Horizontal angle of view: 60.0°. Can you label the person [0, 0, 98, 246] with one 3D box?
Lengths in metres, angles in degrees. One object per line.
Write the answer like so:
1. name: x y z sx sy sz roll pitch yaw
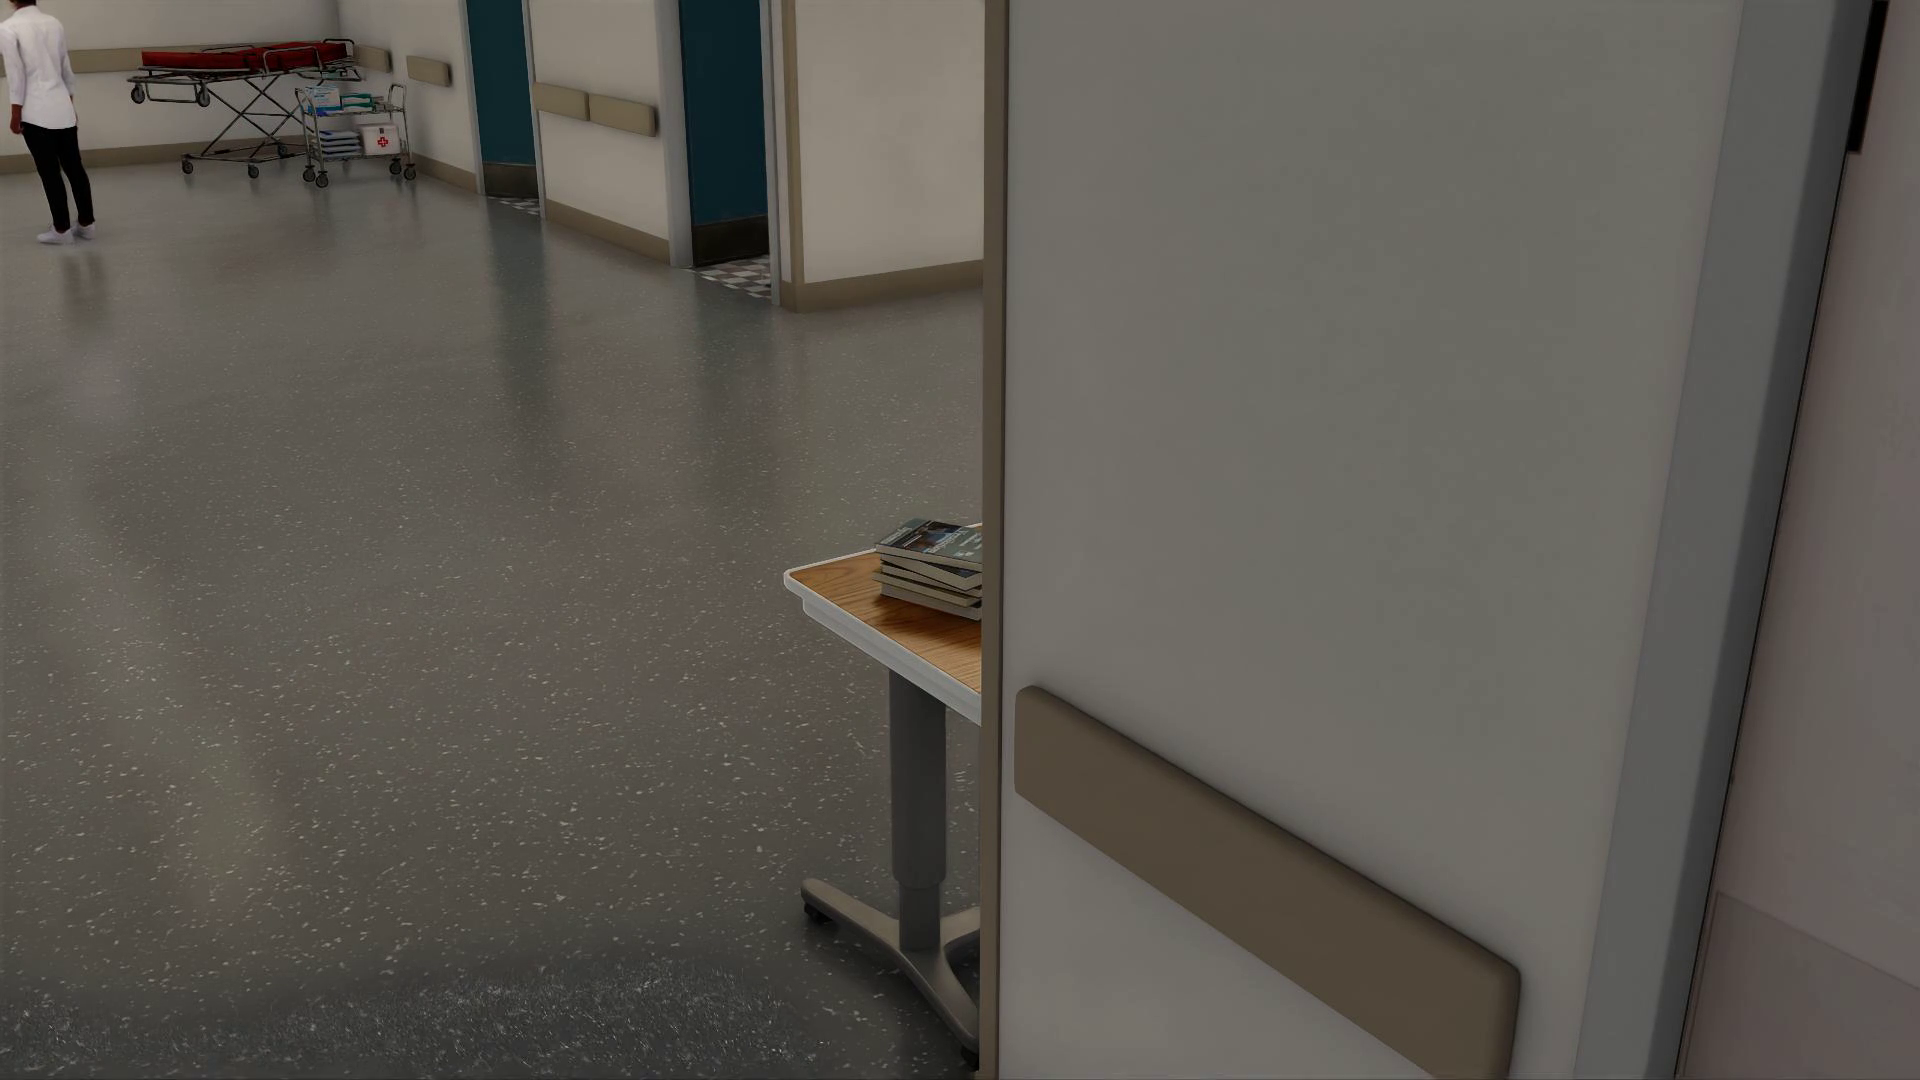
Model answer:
1. person: -6.101 -2.901 11.103 0.720 1.810 0.715 10 23 24
